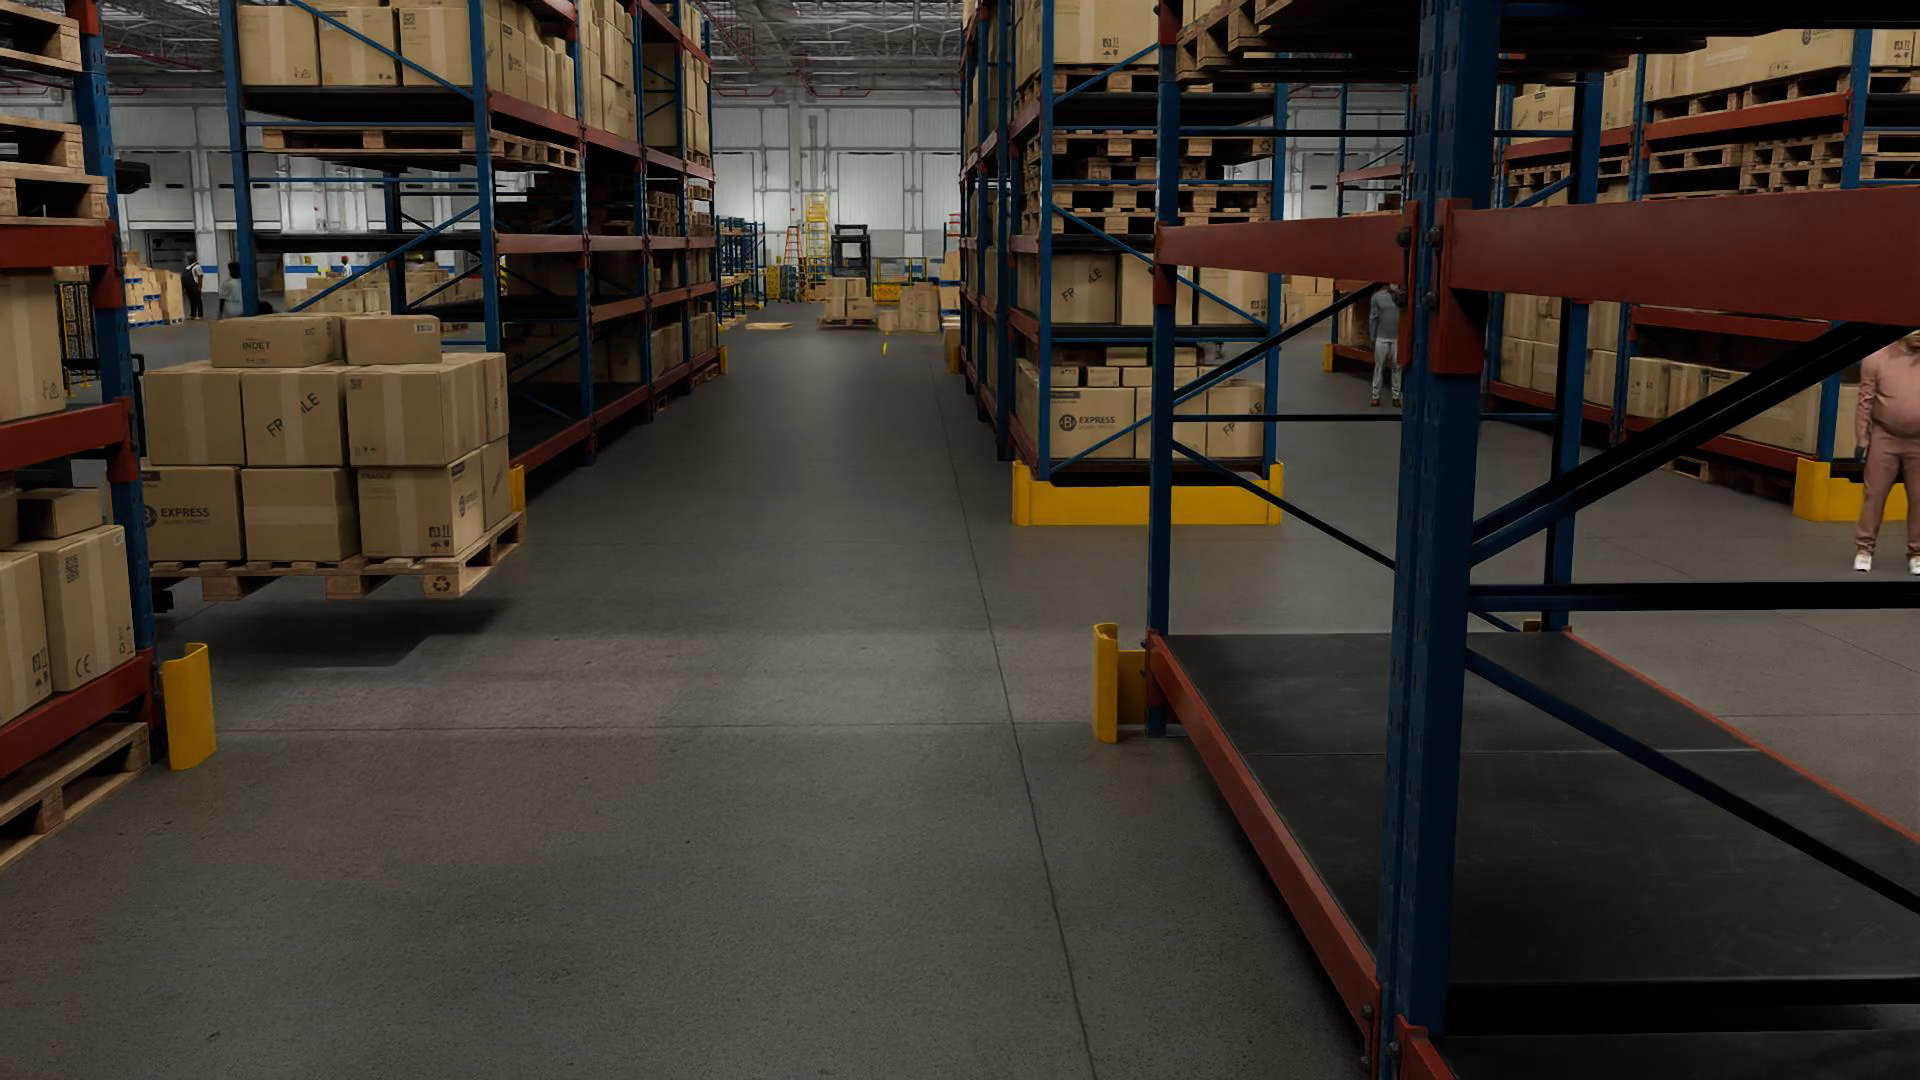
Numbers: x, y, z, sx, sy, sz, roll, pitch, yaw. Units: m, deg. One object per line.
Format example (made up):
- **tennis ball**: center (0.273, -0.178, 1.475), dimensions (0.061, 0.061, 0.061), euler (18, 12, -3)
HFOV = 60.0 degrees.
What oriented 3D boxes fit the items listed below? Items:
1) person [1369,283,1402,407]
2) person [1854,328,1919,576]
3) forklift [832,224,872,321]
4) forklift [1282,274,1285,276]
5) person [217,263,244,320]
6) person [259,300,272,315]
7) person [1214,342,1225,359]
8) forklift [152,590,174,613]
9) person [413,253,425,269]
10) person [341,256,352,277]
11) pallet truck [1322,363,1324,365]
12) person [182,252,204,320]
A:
- **person**: center (6.131, -2.859, 23.670), dimensions (0.627, 1.940, 0.373), euler (2, 10, 12)
- **person**: center (6.675, -0.695, 11.743), dimensions (0.649, 1.899, 0.400), euler (5, 11, 26)
- **forklift**: center (-3.075, -7.568, 47.282), dimensions (1.129, 2.768, 1.873), euler (0, 10, -2)
- **forklift**: center (12.135, -10.836, 65.485), dimensions (1.129, 2.768, 1.873), euler (0, 10, -2)
- **person**: center (-14.296, -4.482, 32.739), dimensions (0.953, 1.918, 0.633), euler (8, 13, 38)
- **person**: center (-7.933, -1.903, 19.067), dimensions (0.538, 1.681, 0.571), euler (-9, 14, -41)
- **person**: center (5.256, -4.469, 33.324), dimensions (0.368, 1.681, 0.551), euler (-7, 12, -32)
- **forklift**: center (-5.858, -0.811, 9.639), dimensions (1.873, 2.768, 1.129), euler (-1, 10, -3)
- **person**: center (-19.979, -9.635, 61.490), dimensions (0.531, 1.915, 0.589), euler (4, 11, 23)
- **person**: center (-20.254, -8.445, 54.943), dimensions (0.355, 1.885, 0.574), euler (-3, 11, -18)
- **pallet truck**: center (7.712, -4.157, 30.737), dimensions (1.885, 1.965, 0.823), euler (3, 11, 16)
- **person**: center (-23.005, -7.601, 49.807), dimensions (0.686, 2.000, 0.535), euler (7, 12, 33)
